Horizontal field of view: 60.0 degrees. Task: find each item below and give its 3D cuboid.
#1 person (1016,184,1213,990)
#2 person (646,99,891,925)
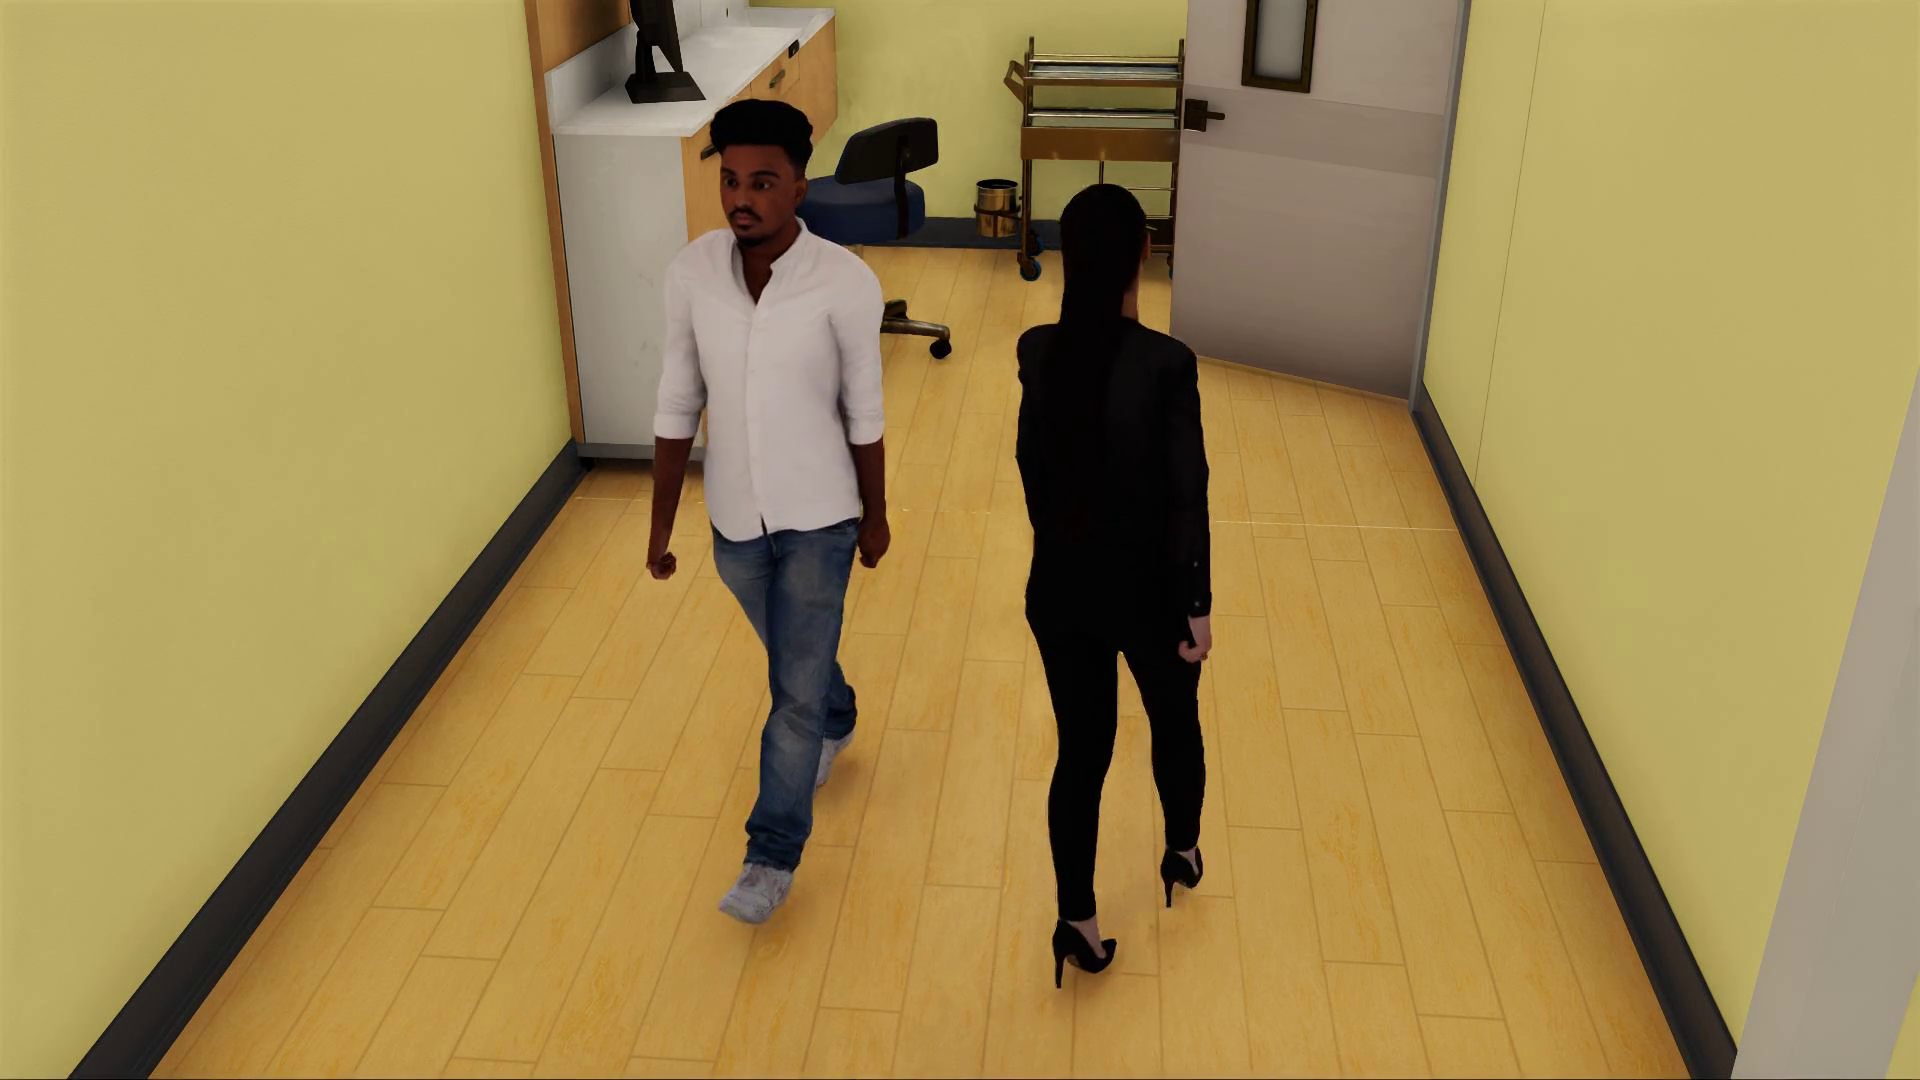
[{"bbox_3d":[0.257,0.170,3.344,0.867,1.683,0.894,17,31,32],"label":"person"},{"bbox_3d":[-0.380,-0.112,3.832,1.159,1.766,0.898,8,27,16],"label":"person"}]
